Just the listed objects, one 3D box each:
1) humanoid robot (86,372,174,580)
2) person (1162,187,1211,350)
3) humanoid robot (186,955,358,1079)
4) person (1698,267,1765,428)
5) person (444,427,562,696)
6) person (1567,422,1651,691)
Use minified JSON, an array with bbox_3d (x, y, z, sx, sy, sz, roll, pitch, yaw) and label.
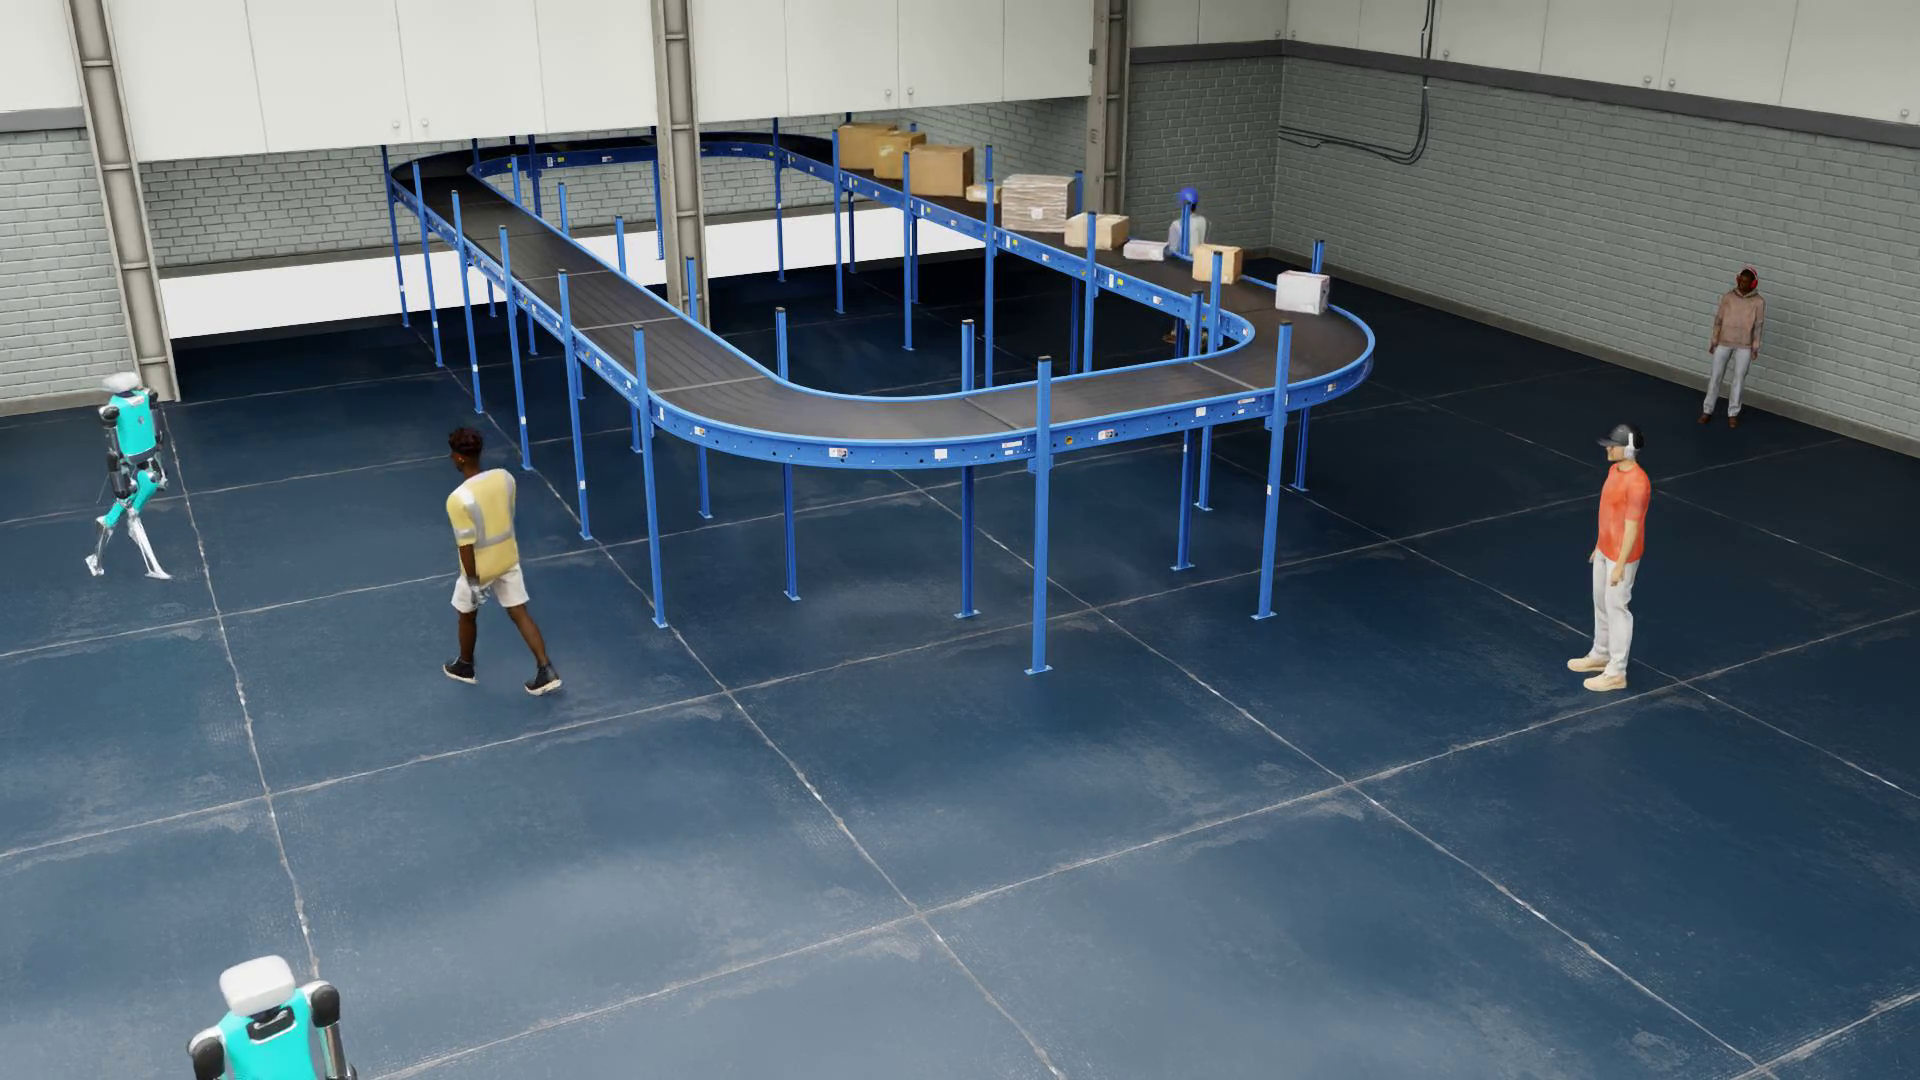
[{"bbox_3d":[-6.713,-0.482,13.166,0.906,1.810,0.559,7,23,18],"label":"humanoid robot"},{"bbox_3d":[2.686,-3.163,19.496,0.617,1.921,0.819,-16,27,-34],"label":"person"},{"bbox_3d":[-2.284,2.407,5.994,0.531,1.786,0.832,-20,29,-40],"label":"humanoid robot"},{"bbox_3d":[7.867,-1.965,16.889,0.458,1.647,0.327,12,25,27],"label":"person"},{"bbox_3d":[-3.188,0.148,11.316,0.997,1.922,0.601,13,26,30],"label":"person"},{"bbox_3d":[4.469,0.103,11.450,0.421,1.906,0.474,0,22,0],"label":"person"}]
